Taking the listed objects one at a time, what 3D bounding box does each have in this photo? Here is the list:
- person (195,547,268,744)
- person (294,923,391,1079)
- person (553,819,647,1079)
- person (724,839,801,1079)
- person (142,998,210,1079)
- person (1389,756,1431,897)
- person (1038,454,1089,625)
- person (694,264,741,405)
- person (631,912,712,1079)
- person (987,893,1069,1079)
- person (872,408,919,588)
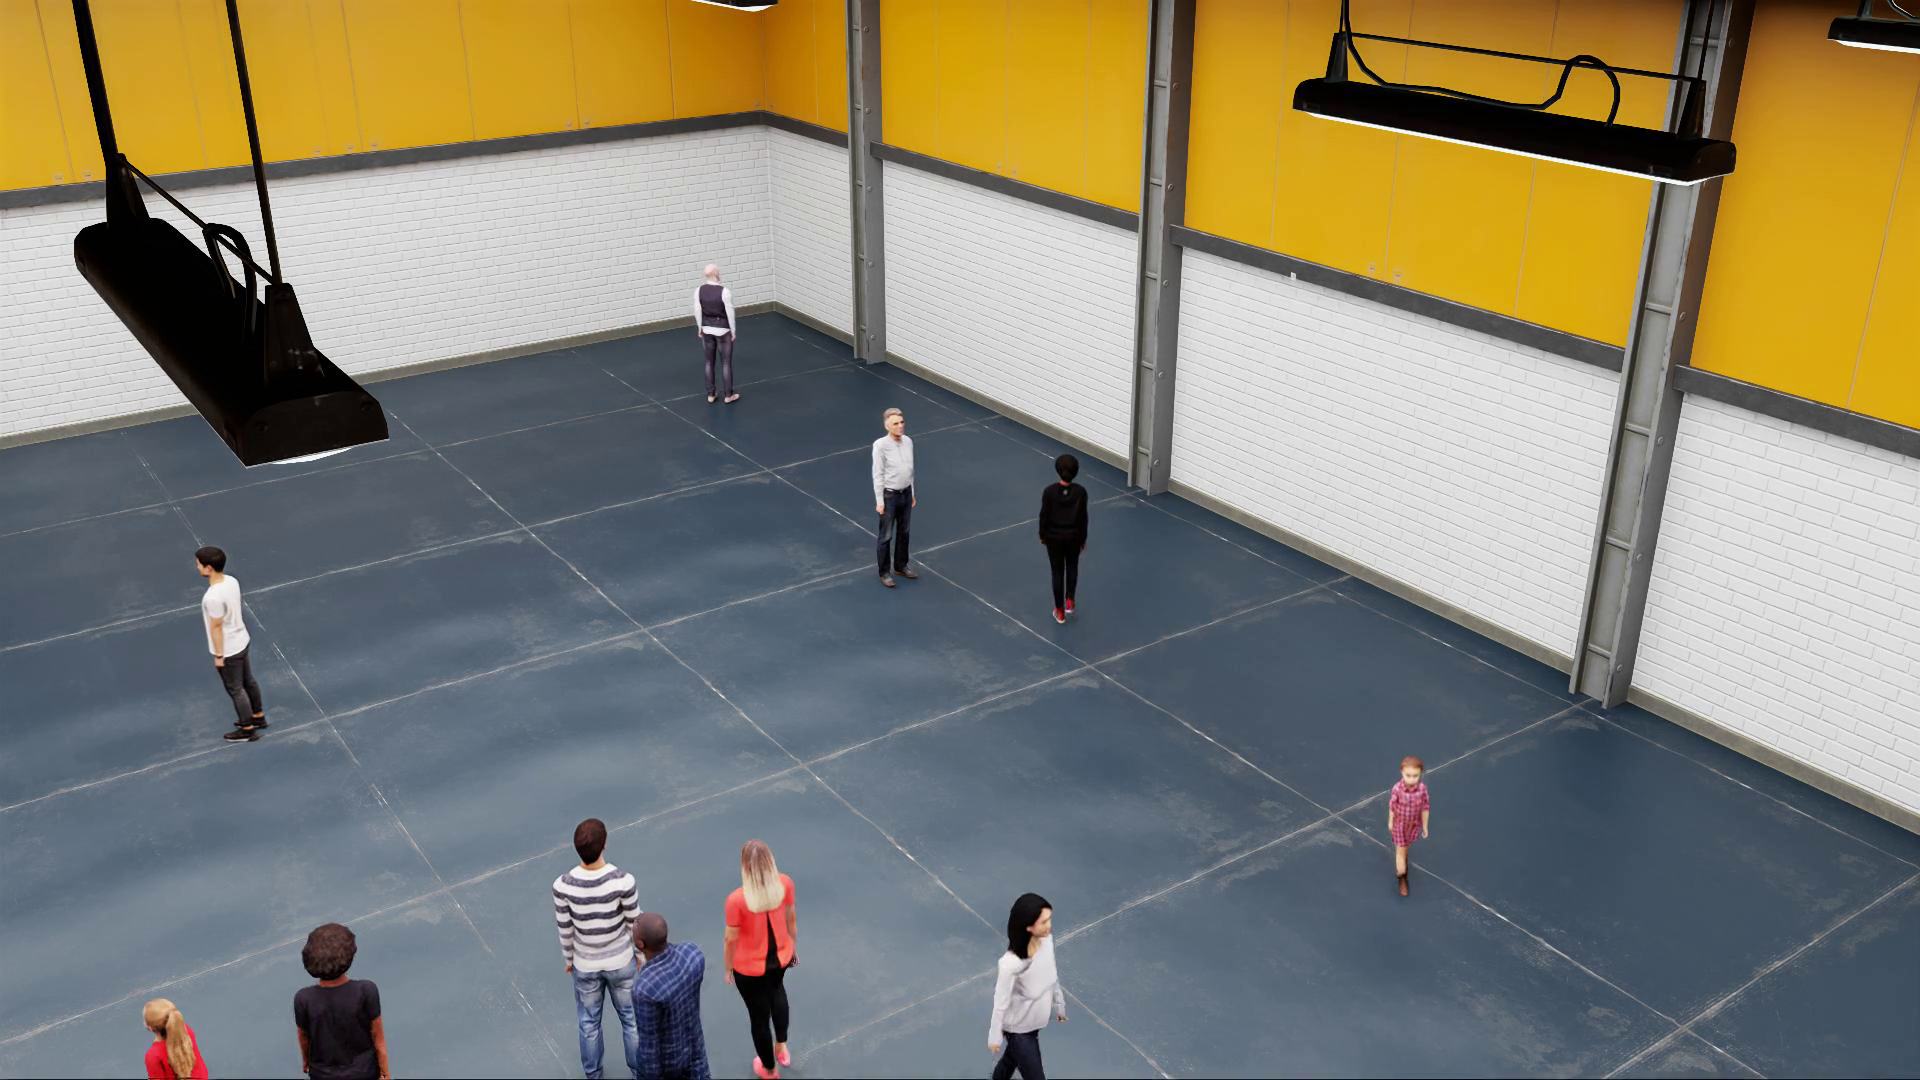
[{"bbox_3d":[-5.988,0.844,13.653,0.750,1.718,0.633,-2,24,-5],"label":"person"},{"bbox_3d":[-3.286,2.907,8.896,0.747,1.748,1.188,-10,26,-22],"label":"person"},{"bbox_3d":[-2.099,2.457,9.792,0.724,1.855,0.713,-2,24,-5],"label":"person"},{"bbox_3d":[-1.116,2.538,9.817,0.593,1.687,0.567,-15,28,-31],"label":"person"},{"bbox_3d":[-4.224,3.069,9.125,0.730,1.269,0.650,9,25,20],"label":"person"},{"bbox_3d":[3.219,1.988,11.934,0.677,1.000,0.779,2,24,3],"label":"person"},{"bbox_3d":[0.983,0.017,15.615,0.733,1.662,0.771,-1,24,-3],"label":"person"},{"bbox_3d":[-3.159,-2.673,21.566,0.770,1.825,0.837,5,24,11],"label":"person"},{"bbox_3d":[-1.493,2.825,9.042,0.814,1.781,1.158,-22,32,-40],"label":"person"},{"bbox_3d":[0.282,2.706,9.452,1.078,1.671,0.885,14,27,29],"label":"person"},{"bbox_3d":[-0.649,-0.456,16.499,0.671,1.820,0.596,-20,30,-38],"label":"person"}]
